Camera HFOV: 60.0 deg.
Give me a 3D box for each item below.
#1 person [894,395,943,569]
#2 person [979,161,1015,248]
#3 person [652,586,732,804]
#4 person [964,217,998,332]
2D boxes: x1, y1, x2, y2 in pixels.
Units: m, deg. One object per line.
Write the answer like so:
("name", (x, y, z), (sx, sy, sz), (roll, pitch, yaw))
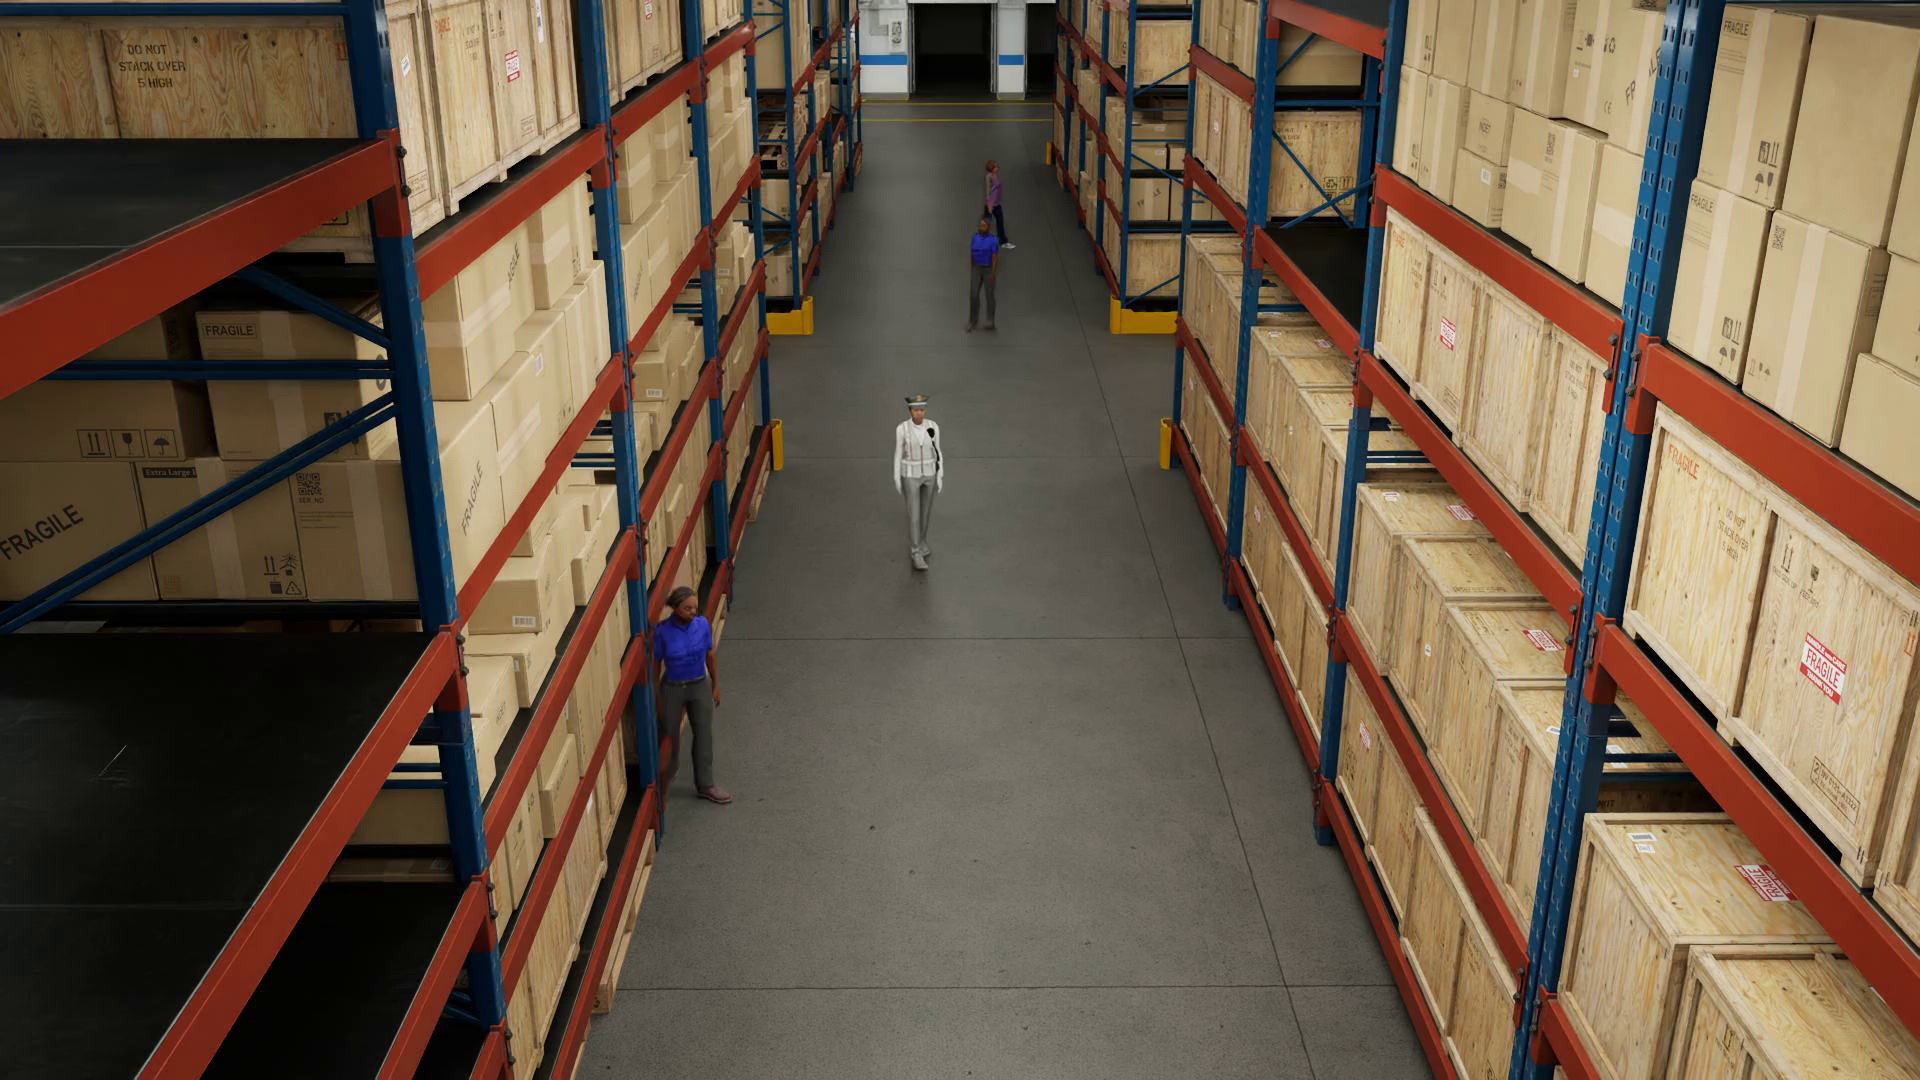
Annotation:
("person", (-0.372, -0.583, 16.096), (0.481, 1.683, 0.746), (-7, 23, -17))
("person", (0.647, -6.061, 30.113), (0.732, 1.589, 0.428), (11, 24, 25))
("person", (-1.986, 1.082, 11.909), (0.527, 1.656, 0.535), (-8, 23, -20))
("person", (0.341, -3.941, 24.626), (0.462, 1.657, 0.628), (8, 23, 19))
